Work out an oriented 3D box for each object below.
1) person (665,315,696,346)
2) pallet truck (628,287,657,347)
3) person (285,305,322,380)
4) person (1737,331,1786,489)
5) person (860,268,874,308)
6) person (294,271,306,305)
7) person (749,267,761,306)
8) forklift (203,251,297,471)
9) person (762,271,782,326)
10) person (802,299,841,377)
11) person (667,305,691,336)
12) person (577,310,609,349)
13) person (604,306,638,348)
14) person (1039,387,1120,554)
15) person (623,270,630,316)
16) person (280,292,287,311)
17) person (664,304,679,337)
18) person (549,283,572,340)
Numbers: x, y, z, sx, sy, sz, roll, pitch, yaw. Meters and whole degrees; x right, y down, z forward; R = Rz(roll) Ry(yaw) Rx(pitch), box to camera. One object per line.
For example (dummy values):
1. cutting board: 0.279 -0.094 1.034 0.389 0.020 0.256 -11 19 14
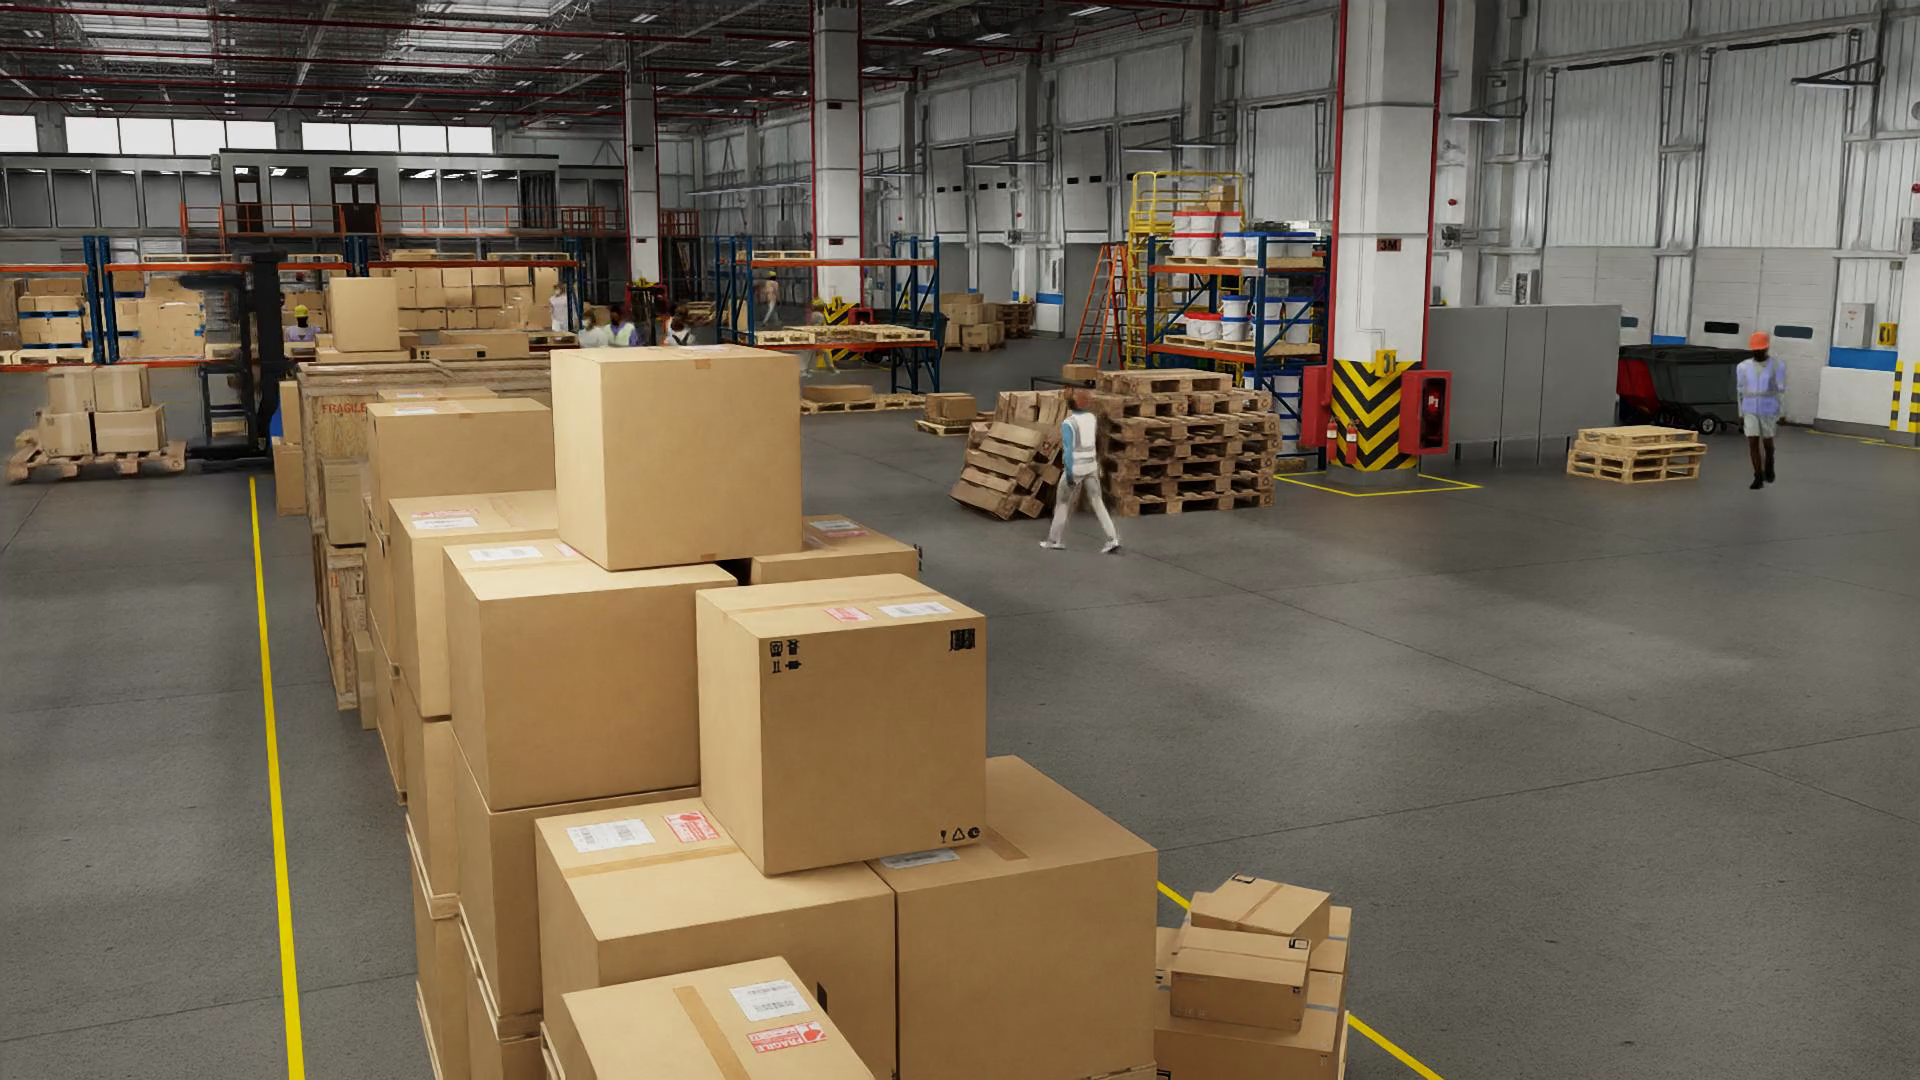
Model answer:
1. person: -4.343 -2.610 26.039 0.517 1.816 0.886 -4 11 -22
2. pallet truck: -6.464 -4.406 35.401 0.823 1.965 1.885 6 12 32
3. person: -10.650 -2.852 27.027 0.587 1.929 0.361 -2 11 -12
4. person: 9.628 -1.567 20.020 0.555 1.902 0.581 7 13 36
5. person: -3.380 -8.764 59.631 0.651 1.914 0.865 -2 10 -11
6. person: -22.319 -8.211 56.685 0.975 1.894 0.549 -5 12 -27
7. person: -9.113 -11.326 73.740 0.624 1.941 1.049 -5 12 -28
8. forklift: -9.010 -2.385 21.828 1.873 2.768 1.129 -4 11 -23
9. person: -6.454 -8.258 56.910 0.592 1.892 0.936 9 14 42
10. person: -3.066 -4.398 36.176 0.895 1.688 0.504 -6 12 -32
11. person: -4.861 -3.175 29.069 0.429 1.838 0.621 2 10 10
12. person: -5.763 -2.693 26.316 0.640 1.886 1.053 6 12 29
13. person: -5.708 -2.951 27.734 0.594 1.870 0.983 5 11 24
14. person: 1.178 -0.665 15.887 0.520 1.596 0.854 -10 14 -43
15. person: -12.655 -9.490 63.897 0.650 1.823 0.463 4 11 19
16. person: -14.566 -4.384 35.683 0.326 1.861 0.499 2 10 11
17. person: -5.956 -4.048 34.395 0.543 1.657 0.865 6 12 32
18. person: -9.875 -5.429 41.333 0.638 1.905 0.971 3 11 14
